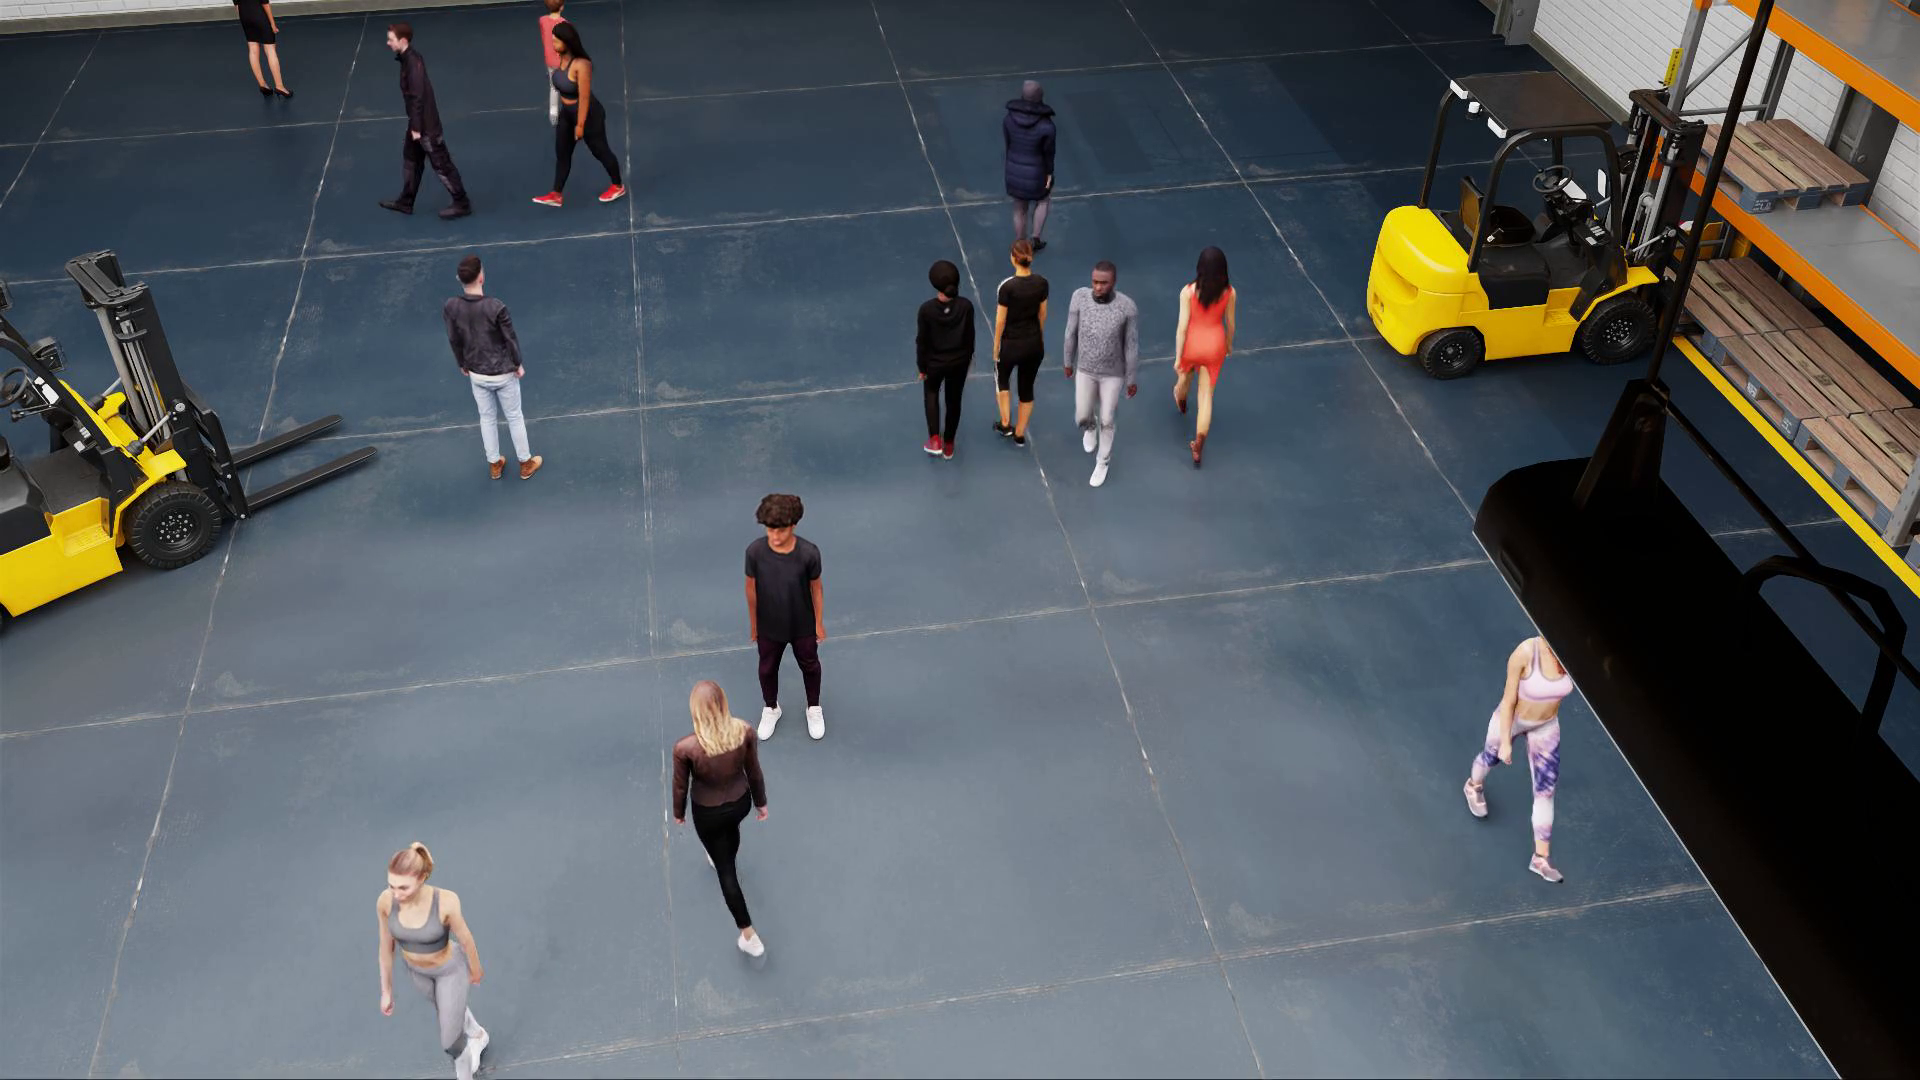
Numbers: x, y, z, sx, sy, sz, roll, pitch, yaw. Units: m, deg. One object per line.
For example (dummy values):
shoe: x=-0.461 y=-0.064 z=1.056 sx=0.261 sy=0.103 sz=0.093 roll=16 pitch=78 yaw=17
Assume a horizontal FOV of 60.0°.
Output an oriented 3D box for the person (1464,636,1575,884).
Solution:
person: x=3.135 y=1.002 z=9.394 sx=0.598 sy=1.721 sz=1.120 roll=-5 pitch=39 yaw=-6

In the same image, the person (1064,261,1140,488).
person: x=1.052 y=-1.287 z=12.183 sx=0.888 sy=1.818 sz=0.943 roll=8 pitch=39 yaw=10

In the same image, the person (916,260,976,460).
person: x=-0.086 y=-1.282 z=12.297 sx=0.608 sy=1.668 sz=0.564 roll=-4 pitch=39 yaw=-5

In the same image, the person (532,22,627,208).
person: x=-3.455 y=-3.978 z=15.590 sx=1.096 sy=1.772 sz=1.190 roll=-27 pitch=46 yaw=-30

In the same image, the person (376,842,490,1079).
person: x=-2.525 y=2.039 z=8.128 sx=0.730 sy=1.681 sz=0.896 roll=7 pitch=39 yaw=8

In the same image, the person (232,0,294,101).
person: x=-7.433 y=-5.478 z=17.545 sx=0.622 sy=1.675 sz=0.616 roll=11 pitch=40 yaw=14

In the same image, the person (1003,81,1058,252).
person: x=0.571 y=-3.247 z=14.758 sx=0.784 sy=1.667 sz=0.814 roll=15 pitch=41 yaw=18

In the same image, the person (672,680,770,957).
person: x=-1.236 y=1.489 z=8.827 sx=0.878 sy=1.669 sz=1.182 roll=-19 pitch=42 yaw=-23

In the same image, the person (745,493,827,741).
person: x=-1.047 y=0.453 z=10.032 sx=0.658 sy=1.784 sz=0.626 roll=0 pitch=39 yaw=0

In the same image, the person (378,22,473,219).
person: x=-4.880 y=-3.854 z=15.345 sx=0.929 sy=1.883 sz=1.061 roll=-16 pitch=41 yaw=-19

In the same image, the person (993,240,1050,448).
person: x=0.488 y=-1.421 z=12.487 sx=0.659 sy=1.647 sz=0.648 roll=-15 pitch=41 yaw=-18

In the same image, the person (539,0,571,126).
person: x=-4.132 y=-4.902 z=17.044 sx=0.666 sy=1.401 sz=0.781 roll=7 pitch=39 yaw=9

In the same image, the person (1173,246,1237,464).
person: x=1.814 y=-1.342 z=12.374 sx=0.736 sy=1.666 sz=1.152 roll=-1 pitch=39 yaw=-1

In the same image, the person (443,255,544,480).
person: x=-3.408 y=-1.231 z=12.099 sx=0.708 sy=1.836 sz=0.643 roll=3 pitch=39 yaw=4
